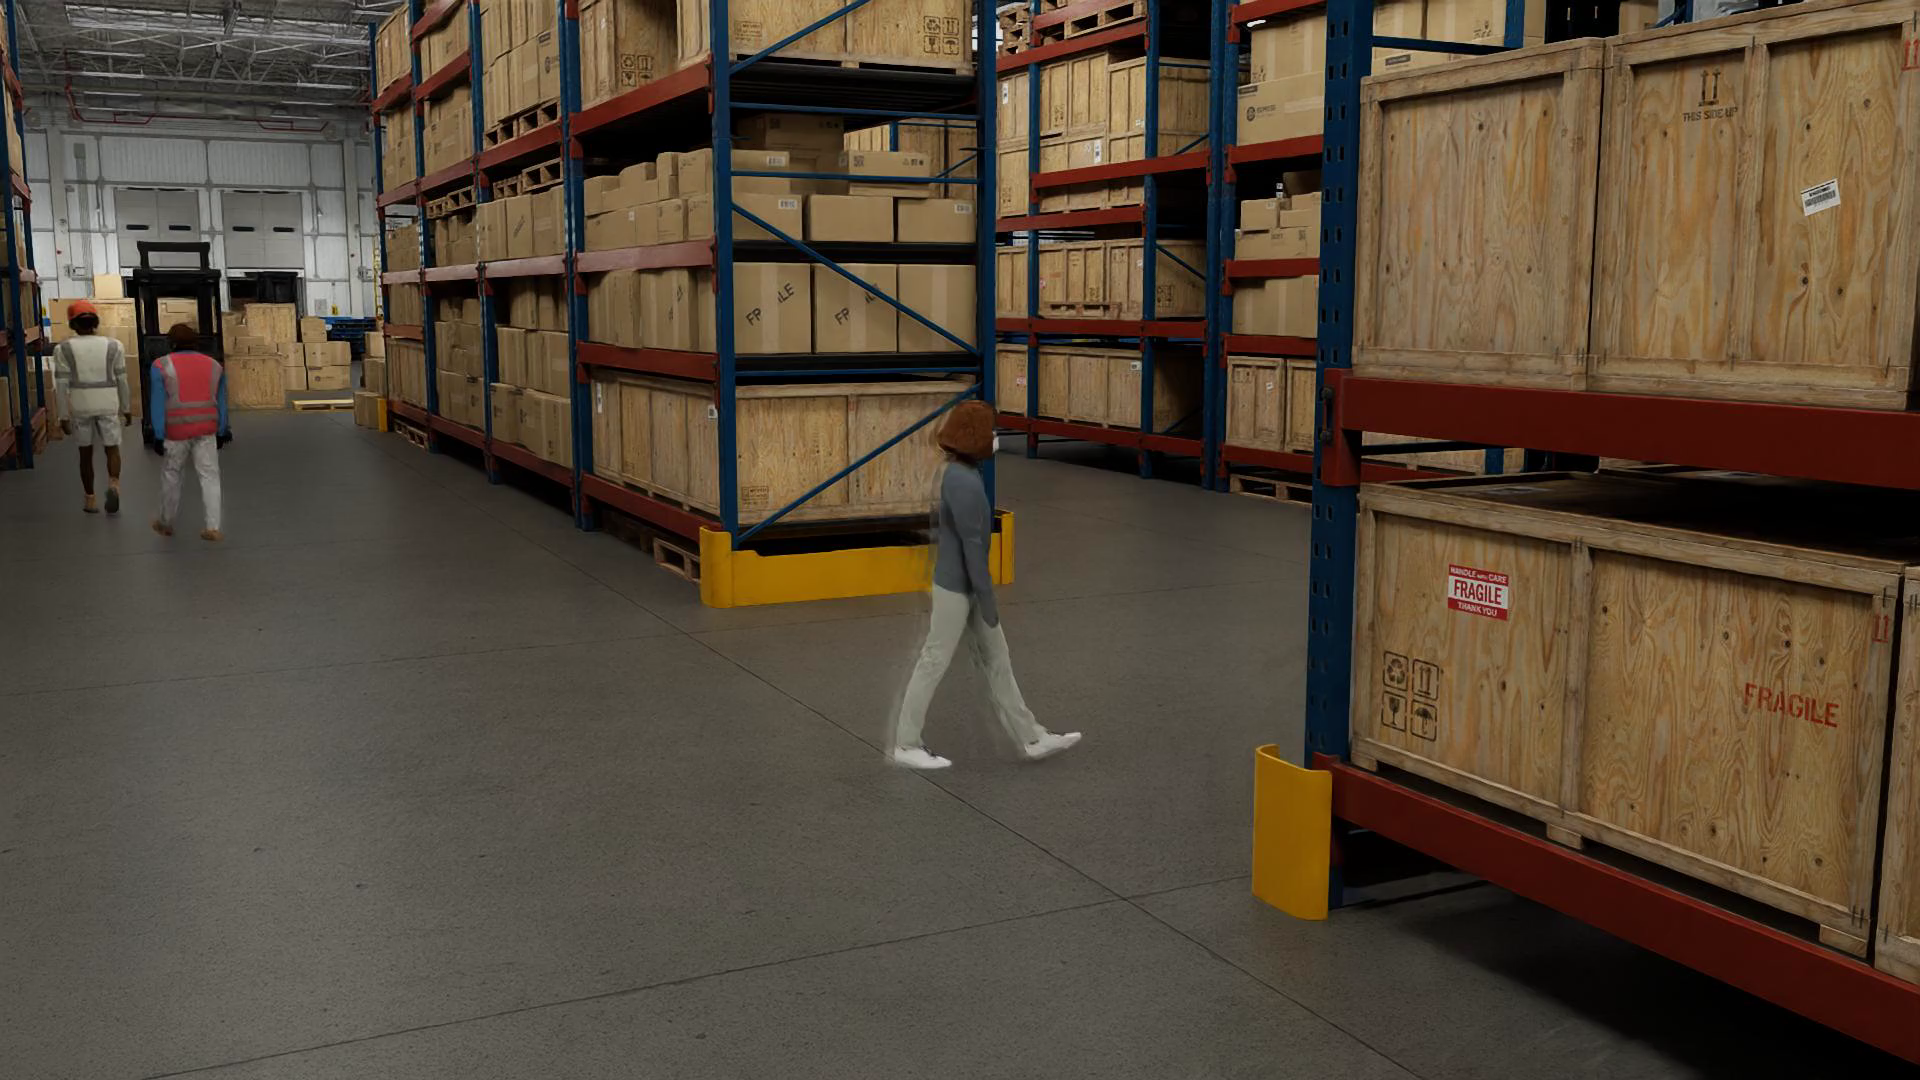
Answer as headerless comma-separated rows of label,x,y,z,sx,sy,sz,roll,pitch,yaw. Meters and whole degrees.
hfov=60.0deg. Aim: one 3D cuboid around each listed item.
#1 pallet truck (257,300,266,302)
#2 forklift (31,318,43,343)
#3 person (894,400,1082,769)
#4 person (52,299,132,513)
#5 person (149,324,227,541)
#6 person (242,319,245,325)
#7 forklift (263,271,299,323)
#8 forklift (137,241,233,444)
pallet truck,-23.913,-7.404,58.171,1.885,1.965,0.823,-1,8,-9
forklift,-30.587,-7.279,54.283,1.129,2.768,1.873,-4,9,-26
person,0.102,0.207,7.067,0.850,1.584,0.519,0,8,3
person,-8.079,-1.231,15.519,0.643,2.029,0.719,-5,10,-32
person,-6.528,-0.901,13.999,0.923,1.800,0.665,8,11,43
person,-16.561,-4.595,39.120,0.592,1.914,0.398,-7,11,-41
forklift,-19.767,-6.452,48.580,1.873,2.768,1.129,6,10,37
forklift,-11.065,-2.828,23.589,1.129,2.768,1.873,-4,9,-26
